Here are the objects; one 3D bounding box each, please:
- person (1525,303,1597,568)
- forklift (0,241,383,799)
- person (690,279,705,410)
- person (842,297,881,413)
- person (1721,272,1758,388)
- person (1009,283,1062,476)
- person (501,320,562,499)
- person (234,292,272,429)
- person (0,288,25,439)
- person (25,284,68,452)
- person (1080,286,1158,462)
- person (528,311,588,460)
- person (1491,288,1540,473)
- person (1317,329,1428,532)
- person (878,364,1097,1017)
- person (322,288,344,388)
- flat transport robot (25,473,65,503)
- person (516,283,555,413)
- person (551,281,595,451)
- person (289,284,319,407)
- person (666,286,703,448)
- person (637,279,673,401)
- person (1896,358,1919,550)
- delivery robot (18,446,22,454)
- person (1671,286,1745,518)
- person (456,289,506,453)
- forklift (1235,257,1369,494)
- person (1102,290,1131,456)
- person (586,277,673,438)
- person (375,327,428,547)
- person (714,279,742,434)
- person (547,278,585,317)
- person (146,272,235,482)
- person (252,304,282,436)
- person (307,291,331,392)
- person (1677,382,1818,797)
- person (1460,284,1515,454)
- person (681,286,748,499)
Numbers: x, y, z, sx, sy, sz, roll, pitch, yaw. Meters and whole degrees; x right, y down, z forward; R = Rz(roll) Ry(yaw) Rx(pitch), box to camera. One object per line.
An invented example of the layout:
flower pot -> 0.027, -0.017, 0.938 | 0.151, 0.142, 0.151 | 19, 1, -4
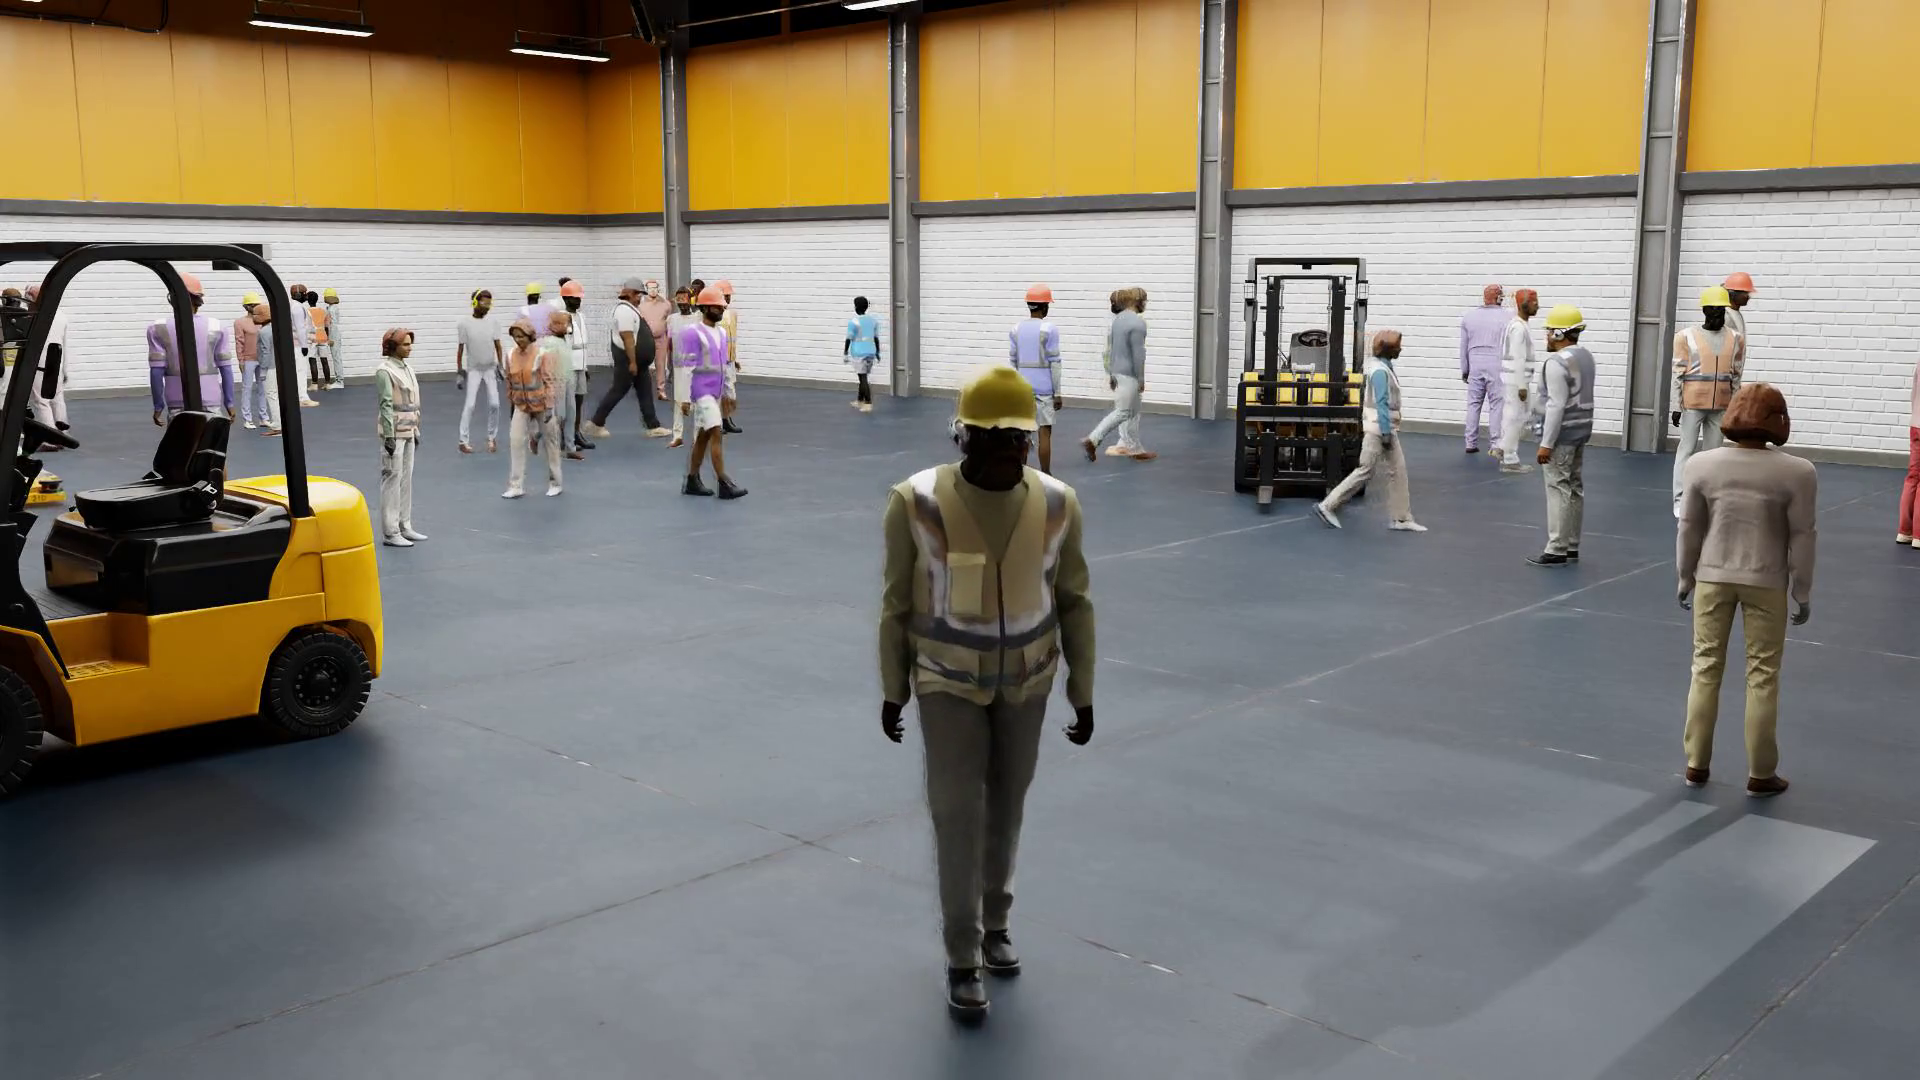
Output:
person -> 4.175, -0.722, 11.571 | 0.404, 1.833, 0.591 | 8, 12, 41
forklift -> -3.706, -0.171, 7.093 | 1.214, 2.155, 2.313 | 9, 13, 43
person -> -3.809, -2.850, 24.353 | 0.592, 1.922, 0.392 | 5, 11, 30
person -> -1.468, -2.687, 24.121 | 0.564, 1.661, 0.798 | -8, 12, -41
person -> 7.679, -1.642, 16.581 | 0.396, 2.038, 0.614 | 8, 12, 39
person -> 0.718, -1.393, 15.363 | 0.542, 1.939, 0.364 | 7, 12, 37
person -> -3.869, -1.165, 14.956 | 0.560, 1.608, 0.726 | 3, 10, 17
person -> -9.166, -2.330, 21.629 | 0.301, 1.772, 0.525 | 5, 11, 30
person -> -11.561, -2.156, 20.357 | 0.430, 1.838, 0.624 | 1, 9, 8
person -> -10.427, -1.949, 18.890 | 0.403, 1.908, 0.651 | 2, 10, 14
person -> 1.695, -1.750, 17.713 | 0.864, 1.908, 0.672 | -3, 10, -16
person -> -4.366, -1.664, 17.994 | 0.582, 1.613, 0.511 | 2, 10, 14
person -> 5.691, -1.604, 16.855 | 0.413, 1.871, 0.612 | 4, 10, 21
person -> 3.272, -0.864, 13.138 | 0.811, 1.607, 0.518 | 4, 10, 23
person -> 0.107, 0.417, 4.680 | 0.610, 1.802, 0.717 | -3, 10, -15
person -> -10.902, -3.504, 28.898 | 0.290, 1.746, 0.487 | -3, 10, -19
flat transport robot -> -8.546, -0.494, 14.950 | 0.652, 0.197, 1.431 | -7, 12, -37
person -> -6.041, -2.728, 23.749 | 0.603, 1.876, 1.019 | -6, 11, -34
person -> -4.397, -1.979, 18.962 | 0.356, 1.936, 0.551 | 3, 10, 19
person -> -9.951, -2.936, 25.119 | 0.430, 1.845, 0.620 | -5, 11, -30
person -> -3.157, -1.988, 19.236 | 0.521, 1.868, 0.335 | 2, 9, 10
person -> -4.813, -3.129, 26.105 | 0.638, 1.911, 0.402 | -4, 10, -22
person -> 7.214, -0.805, 12.294 | 0.326, 1.765, 0.533 | 1, 9, 9
delivery robot -> -9.155, -0.821, 15.804 | 0.477, 0.478, 0.707 | -7, 12, -37
person -> 6.196, -1.134, 13.805 | 0.588, 1.930, 0.363 | 0, 9, -3
person -> -5.436, -1.901, 18.799 | 0.545, 1.835, 0.413 | -8, 12, -41
forklift -> 3.309, -1.629, 16.029 | 1.214, 2.155, 2.313 | 2, 9, 11
person -> 1.794, -1.852, 18.494 | 0.430, 1.840, 0.619 | 2, 10, 13
person -> -4.109, -2.267, 20.410 | 1.008, 2.000, 0.691 | 0, 9, -2
person -> -4.210, -0.774, 12.494 | 0.311, 1.636, 0.523 | 0, 9, 3
person -> -2.968, -2.294, 20.896 | 0.358, 1.938, 0.542 | 7, 11, 36
person -> -6.480, -3.332, 27.319 | 0.612, 1.913, 0.977 | -3, 10, -20
person -> -6.165, -1.119, 13.372 | 0.615, 2.039, 0.386 | -5, 10, -27
person -> -8.593, -2.103, 20.653 | 0.272, 1.631, 0.507 | -2, 9, -9
person -> -10.916, -3.361, 28.163 | 0.317, 1.698, 0.540 | 6, 11, 33
person -> 3.098, 0.192, 6.582 | 0.505, 1.631, 0.278 | 7, 12, 38
person -> 5.937, -1.911, 18.640 | 0.652, 1.906, 0.403 | 8, 12, 41
person -> -2.184, -1.322, 15.003 | 0.873, 1.907, 0.565 | 4, 10, 25
